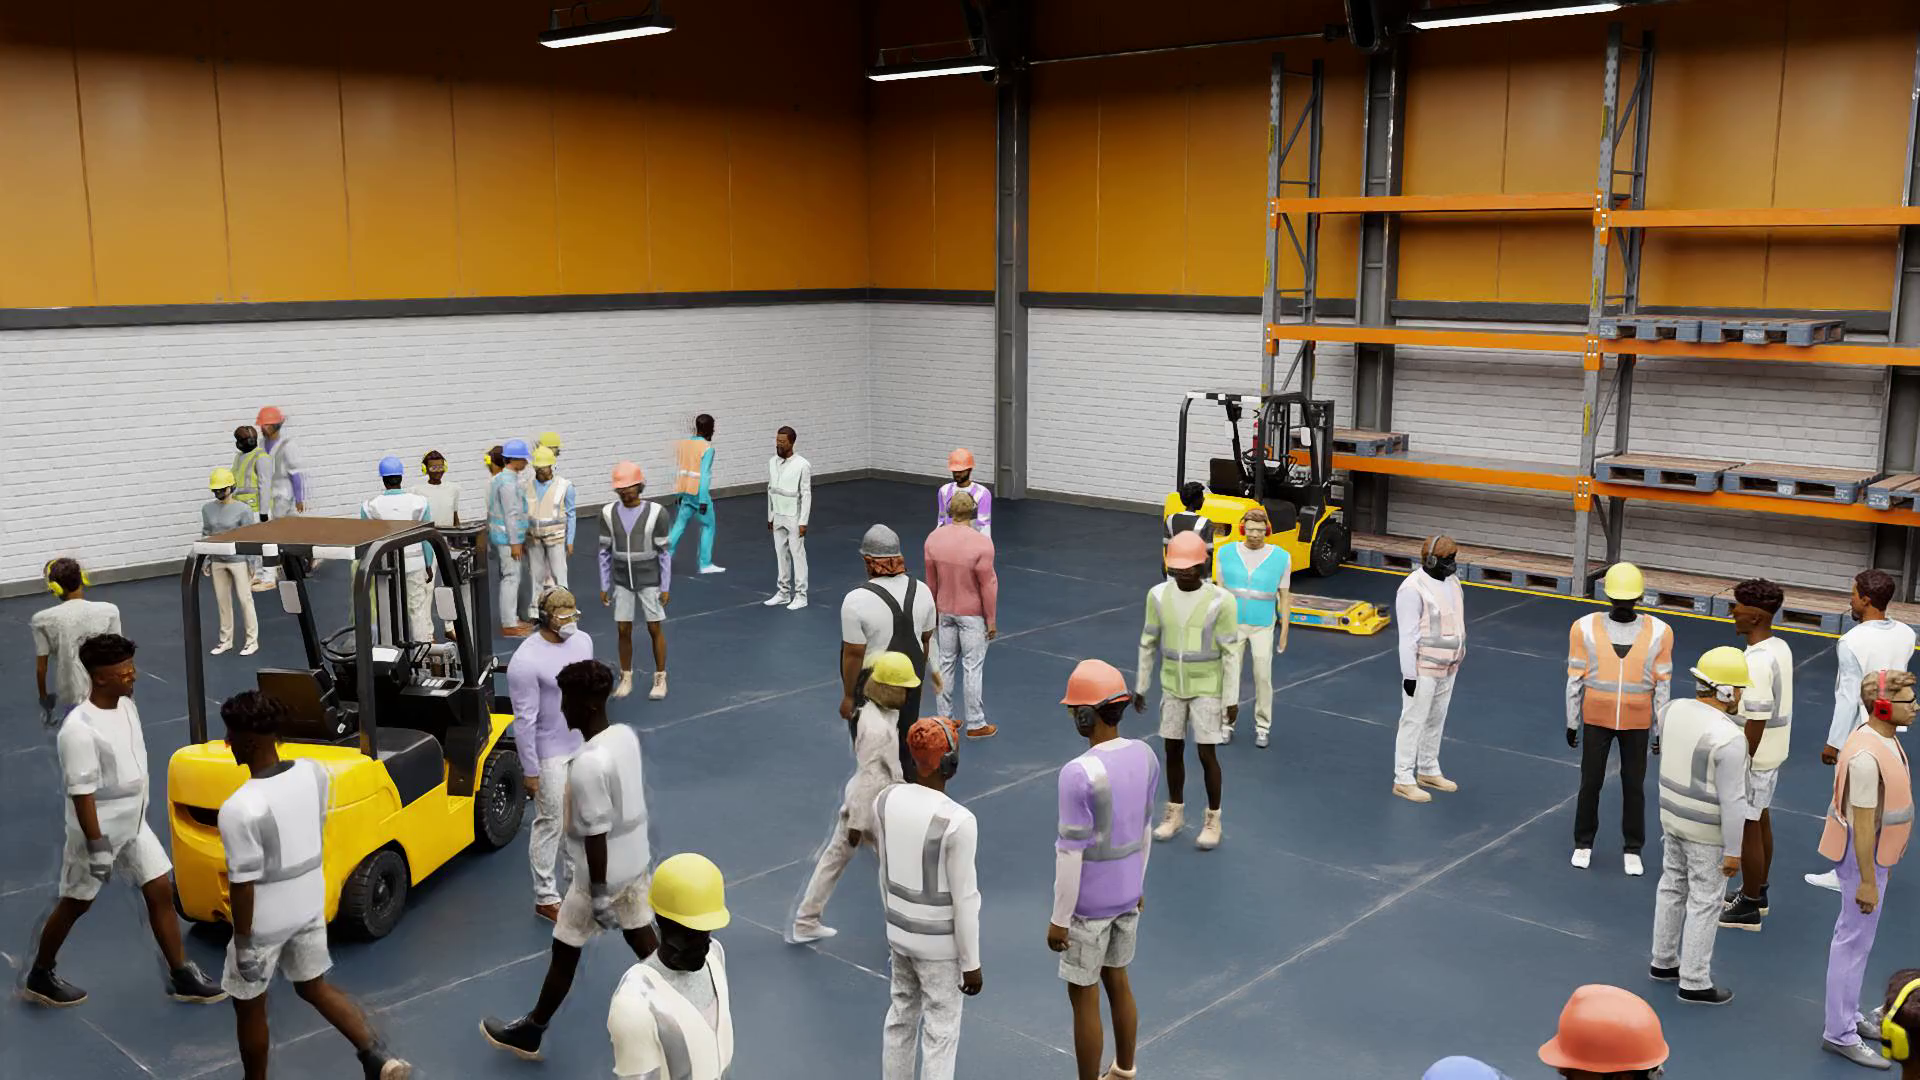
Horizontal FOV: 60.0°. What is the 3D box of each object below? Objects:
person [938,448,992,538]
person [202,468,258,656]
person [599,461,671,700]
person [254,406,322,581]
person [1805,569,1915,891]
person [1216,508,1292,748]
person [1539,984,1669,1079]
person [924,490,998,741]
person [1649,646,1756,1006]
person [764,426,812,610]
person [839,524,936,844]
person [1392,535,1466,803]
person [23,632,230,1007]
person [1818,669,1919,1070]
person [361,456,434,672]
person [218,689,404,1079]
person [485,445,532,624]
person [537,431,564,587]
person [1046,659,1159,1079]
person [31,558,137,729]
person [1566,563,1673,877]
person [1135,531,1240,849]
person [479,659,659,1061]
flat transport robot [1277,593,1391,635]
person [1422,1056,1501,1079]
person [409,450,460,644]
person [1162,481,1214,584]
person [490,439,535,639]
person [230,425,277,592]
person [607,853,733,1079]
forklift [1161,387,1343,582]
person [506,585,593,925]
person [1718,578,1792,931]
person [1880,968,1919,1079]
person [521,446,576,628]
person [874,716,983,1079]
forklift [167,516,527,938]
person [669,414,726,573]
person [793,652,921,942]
[{"bbox_3d":[0.029,0.103,15.480,0.545,1.930,0.387,5,11,27],"label":"person"},{"bbox_3d":[-6.764,0.205,15.395,0.527,1.760,0.337,2,10,12],"label":"person"},{"bbox_3d":[-2.698,0.345,13.820,0.608,2.031,0.435,2,10,10],"label":"person"},{"bbox_3d":[-7.695,-0.550,18.985,0.624,2.008,0.973,7,12,36],"label":"person"},{"bbox_3d":[5.287,1.119,9.719,0.593,1.920,0.391,-6,12,-30],"label":"person"},{"bbox_3d":[2.208,0.656,12.606,0.576,1.832,0.393,3,10,17],"label":"person"},{"bbox_3d":[1.663,2.066,4.313,0.390,1.925,0.550,5,11,25],"label":"person"},{"bbox_3d":[0.021,0.573,12.770,0.629,1.940,0.372,7,12,33],"label":"person"},{"bbox_3d":[3.711,1.419,8.304,0.403,1.819,0.601,-2,10,-11],"label":"person"},{"bbox_3d":[-1.795,-0.241,17.457,0.591,1.922,0.390,8,13,40],"label":"person"},{"bbox_3d":[-0.523,0.901,10.614,0.683,2.000,0.537,-9,13,-40],"label":"person"},{"bbox_3d":[3.225,0.870,11.384,0.623,1.835,0.429,-9,13,-41],"label":"person"},{"bbox_3d":[-4.206,1.393,8.196,1.023,1.907,0.611,1,10,3],"label":"person"},{"bbox_3d":[4.222,1.499,7.755,0.389,1.850,0.566,6,12,32],"label":"person"},{"bbox_3d":[-4.980,0.227,14.756,0.604,1.939,0.415,-4,11,-22],"label":"person"},{"bbox_3d":[-2.846,1.573,7.060,0.820,1.945,0.614,4,11,20],"label":"person"},{"bbox_3d":[-4.458,-0.007,16.412,0.477,1.831,0.593,2,10,10],"label":"person"},{"bbox_3d":[-4.522,-0.331,18.440,0.384,1.749,0.536,-2,10,-12],"label":"person"},{"bbox_3d":[0.586,1.516,7.164,0.407,2.029,0.612,8,13,39],"label":"person"},{"bbox_3d":[-5.543,1.020,10.568,0.541,1.838,0.403,-5,11,-27],"label":"person"},{"bbox_3d":[3.950,1.072,10.007,0.586,1.916,0.397,4,11,19],"label":"person"},{"bbox_3d":[1.411,0.937,10.458,0.671,2.028,0.441,6,12,32],"label":"person"},{"bbox_3d":[-1.738,1.481,7.660,0.974,1.920,0.607,2,10,12],"label":"person"},{"bbox_3d":[3.527,0.718,16.691,1.431,0.197,0.652,6,11,30],"label":"flat transport robot"},{"bbox_3d":[1.215,2.177,3.797,0.443,1.906,0.793,-6,12,-32],"label":"person"},{"bbox_3d":[-4.956,0.074,15.809,0.513,1.872,0.328,-9,13,-42],"label":"person"},{"bbox_3d":[2.053,0.314,14.924,0.536,1.699,0.322,9,14,43],"label":"person"},{"bbox_3d":[-4.327,-0.017,16.142,0.442,1.939,0.637,-2,10,-12],"label":"person"},{"bbox_3d":[-7.803,-0.356,18.361,0.625,1.837,0.429,9,13,41],"label":"person"},{"bbox_3d":[-0.871,1.903,5.241,0.383,1.923,0.589,3,10,18],"label":"person"},{"bbox_3d":[3.298,-0.608,18.767,1.214,2.155,2.313,9,13,42],"label":"forklift"},{"bbox_3d":[-2.243,1.191,9.302,0.376,1.928,0.636,5,11,25],"label":"person"},{"bbox_3d":[4.393,1.180,9.236,0.361,1.963,0.612,7,12,36],"label":"person"},{"bbox_3d":[2.539,2.065,4.505,0.506,1.864,0.331,-1,10,-8],"label":"person"},{"bbox_3d":[-4.097,-0.018,16.445,0.586,1.832,0.403,1,10,5],"label":"person"},{"bbox_3d":[-0.128,1.648,6.844,0.349,1.877,0.576,-8,13,-40],"label":"person"},{"bbox_3d":[-3.583,0.976,9.748,1.214,2.155,2.313,2,10,11],"label":"forklift"},{"bbox_3d":[-3.138,-0.515,19.187,0.749,1.879,0.621,-10,14,-44],"label":"person"},{"bbox_3d":[-0.523,1.399,8.842,0.836,1.675,0.514,-1,10,-4],"label":"person"}]
